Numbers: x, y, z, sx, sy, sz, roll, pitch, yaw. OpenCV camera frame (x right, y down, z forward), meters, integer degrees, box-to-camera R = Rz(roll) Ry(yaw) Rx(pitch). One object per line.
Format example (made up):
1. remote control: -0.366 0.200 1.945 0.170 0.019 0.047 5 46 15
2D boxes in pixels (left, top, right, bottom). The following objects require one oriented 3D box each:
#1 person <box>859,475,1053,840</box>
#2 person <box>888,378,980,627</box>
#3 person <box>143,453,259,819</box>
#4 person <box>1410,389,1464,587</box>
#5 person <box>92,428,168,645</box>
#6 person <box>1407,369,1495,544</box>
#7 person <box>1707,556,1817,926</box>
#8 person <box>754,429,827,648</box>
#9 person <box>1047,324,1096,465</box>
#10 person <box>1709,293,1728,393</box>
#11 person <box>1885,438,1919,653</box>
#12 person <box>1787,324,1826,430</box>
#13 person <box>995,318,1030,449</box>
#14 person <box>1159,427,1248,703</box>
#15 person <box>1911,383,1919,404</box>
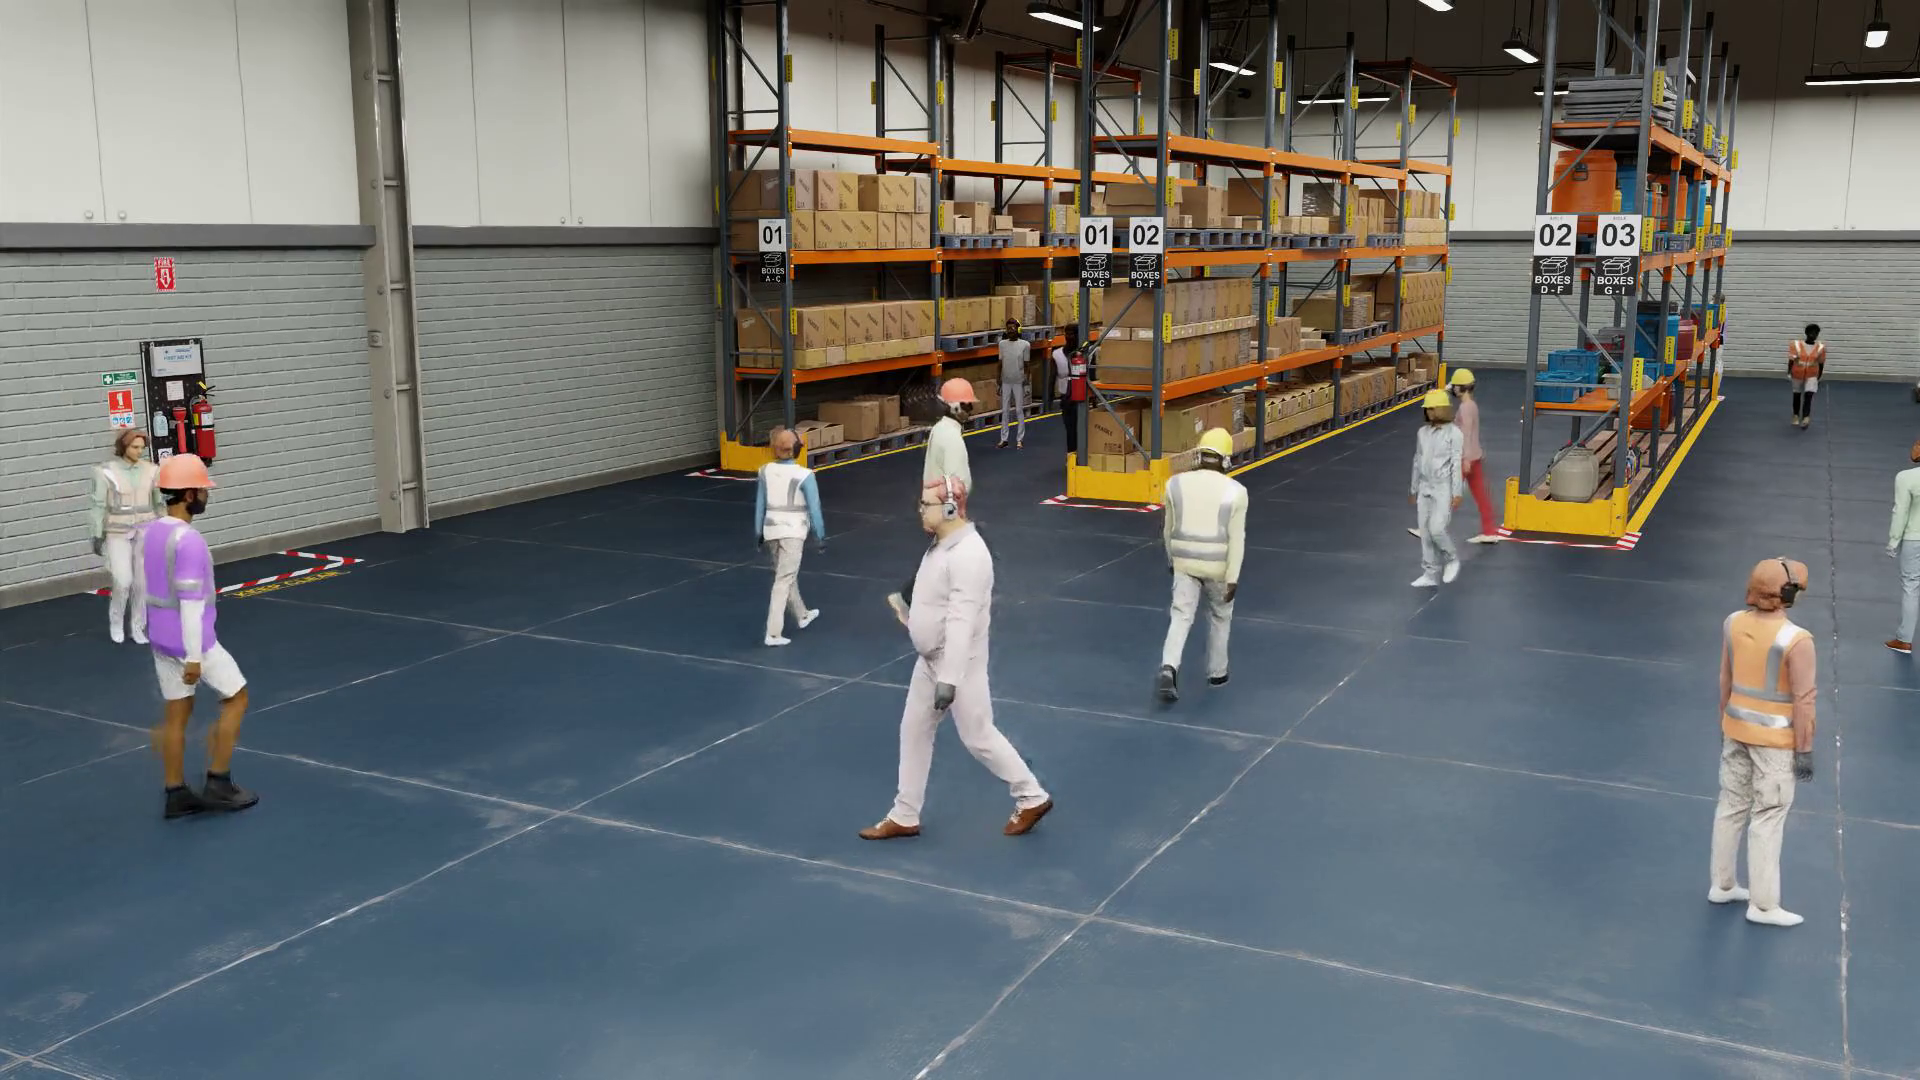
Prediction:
1. person: 0.012 0.598 8.312 0.947 1.874 0.639 -3 11 -18
2. person: -0.171 -0.244 12.617 0.674 1.977 0.629 -2 11 -11
3. person: -3.981 0.503 8.702 0.549 1.916 0.584 8 13 36
4. person: 4.087 -0.438 14.321 0.384 1.726 0.499 -6 12 -31
5. person: -6.129 -0.021 12.323 0.372 1.618 0.534 9 14 41
6. person: 4.903 -0.819 16.414 0.876 1.722 0.545 5 12 26
7. person: 3.555 0.885 7.363 0.309 1.637 0.518 -3 11 -16
8. person: -1.246 -0.032 12.470 0.546 1.592 0.844 7 12 33
9. person: 1.432 -1.852 21.635 0.615 1.872 0.942 4 11 19
10. person: 14.644 -3.821 32.204 0.373 1.940 0.628 6 12 29
11. person: 7.021 0.015 12.112 0.499 1.634 0.285 1 10 6
12. person: 13.359 -2.592 26.286 0.531 1.649 0.908 5 11 25
13. person: 0.744 -2.222 23.673 0.507 1.872 0.329 4 11 20
14. person: 1.577 0.163 10.894 0.583 1.794 0.852 4 11 22
15. person: 17.444 -3.323 29.586 0.798 1.911 0.639 -1 10 -3
